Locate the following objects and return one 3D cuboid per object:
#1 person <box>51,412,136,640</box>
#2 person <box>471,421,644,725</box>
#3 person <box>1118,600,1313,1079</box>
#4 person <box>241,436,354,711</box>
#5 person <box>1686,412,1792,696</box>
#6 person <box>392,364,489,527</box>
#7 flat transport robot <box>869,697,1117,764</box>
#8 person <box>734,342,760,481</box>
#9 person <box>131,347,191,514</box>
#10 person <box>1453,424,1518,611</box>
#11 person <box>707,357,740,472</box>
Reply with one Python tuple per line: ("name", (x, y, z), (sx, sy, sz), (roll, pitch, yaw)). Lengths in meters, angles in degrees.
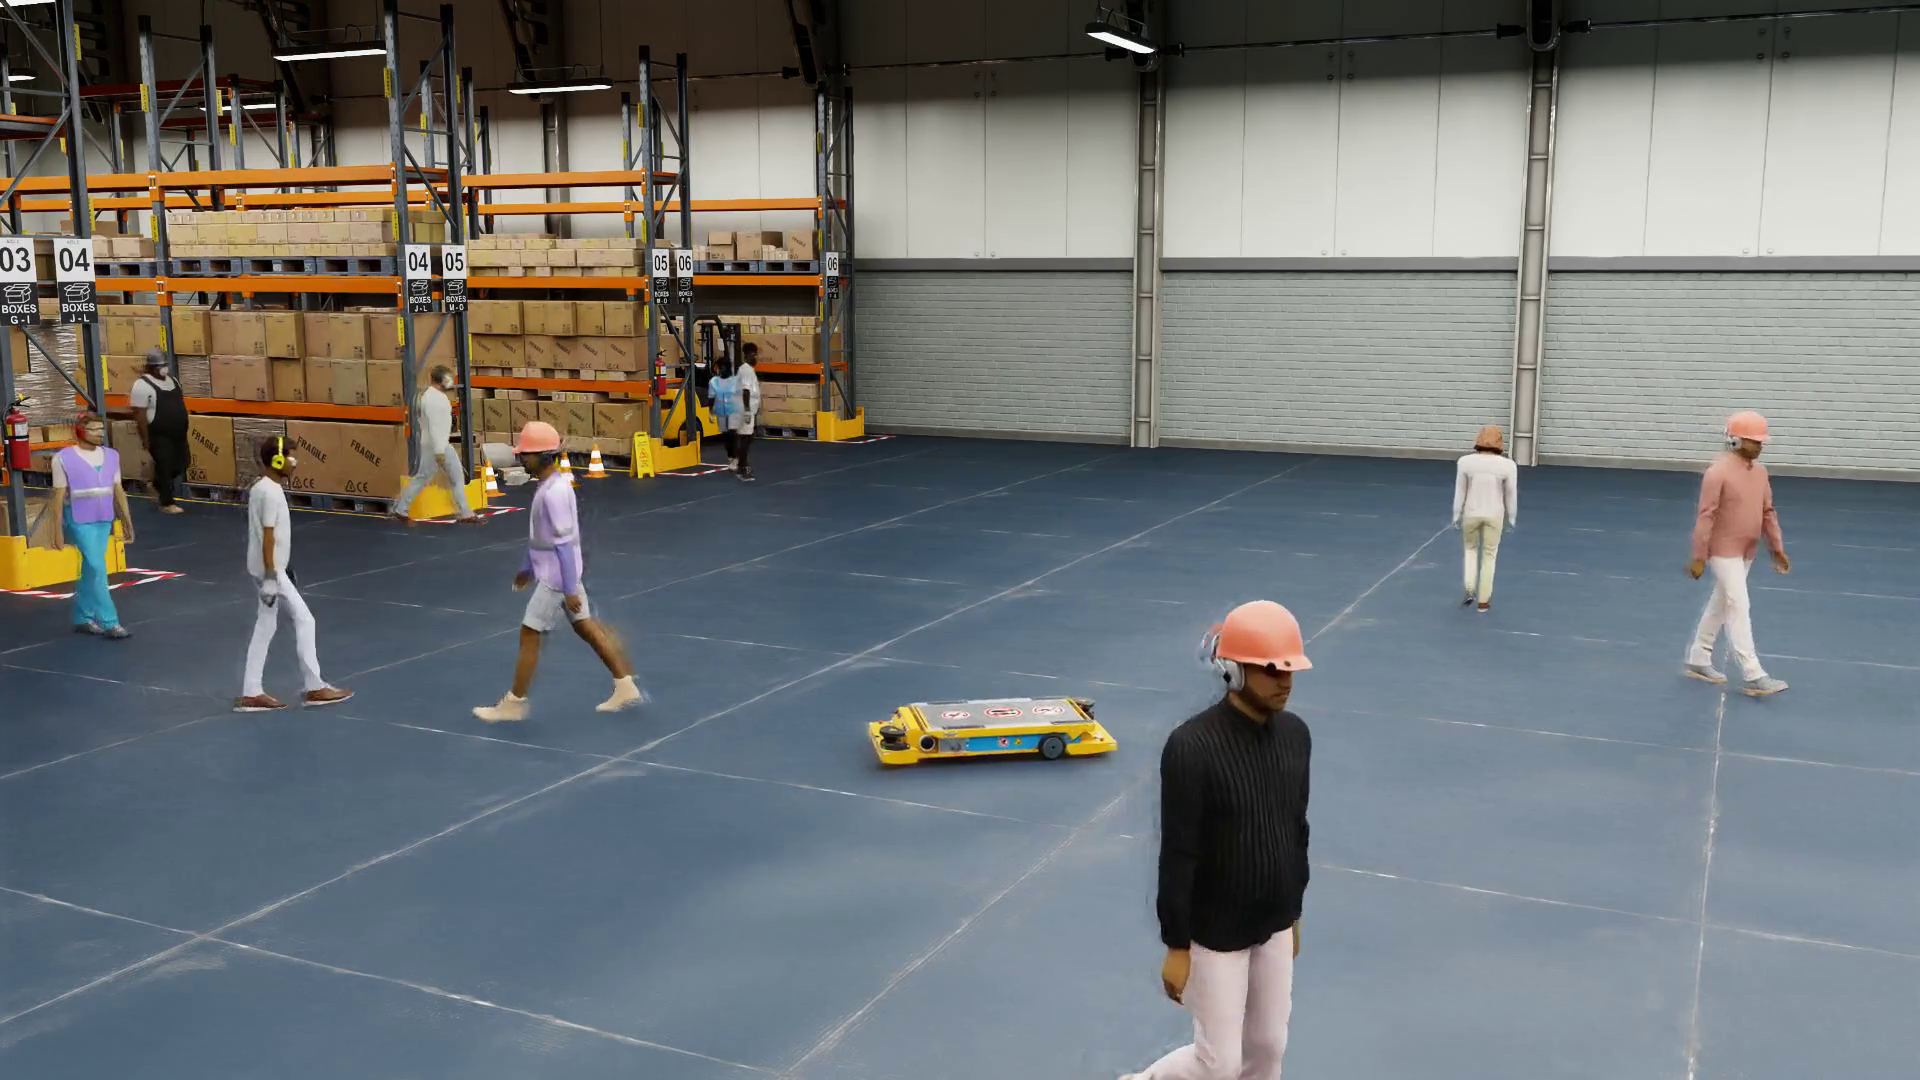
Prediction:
("person", (-6.843, -0.111, 13.259), (0.850, 1.811, 0.585), (4, 10, 21))
("person", (-2.605, 0.214, 10.815), (1.095, 1.993, 0.615), (-2, 9, -10))
("person", (0.812, 1.143, 5.093), (0.630, 1.981, 0.621), (-7, 11, -36))
("person", (-4.491, 0.223, 11.176), (0.839, 1.831, 0.539), (-5, 11, -30))
("person", (5.486, 0.090, 11.601), (0.618, 1.951, 0.882), (-6, 11, -33))
("person", (-6.022, -1.073, 19.010), (1.060, 1.885, 0.650), (-1, 9, -6))
("flat transport robot", (0.188, 1.158, 10.227), (1.431, 0.197, 0.652), (-2, 9, -10))
("person", (-2.983, -1.797, 23.313), (0.370, 1.923, 0.730), (-2, 9, -10))
("person", (-9.633, -1.330, 20.068), (0.638, 2.000, 0.694), (3, 10, 16))
("person", (4.550, -0.194, 14.398), (0.522, 1.616, 0.433), (4, 10, 25))
("person", (-3.412, -1.818, 24.211), (0.555, 1.655, 0.746), (2, 9, 11))
